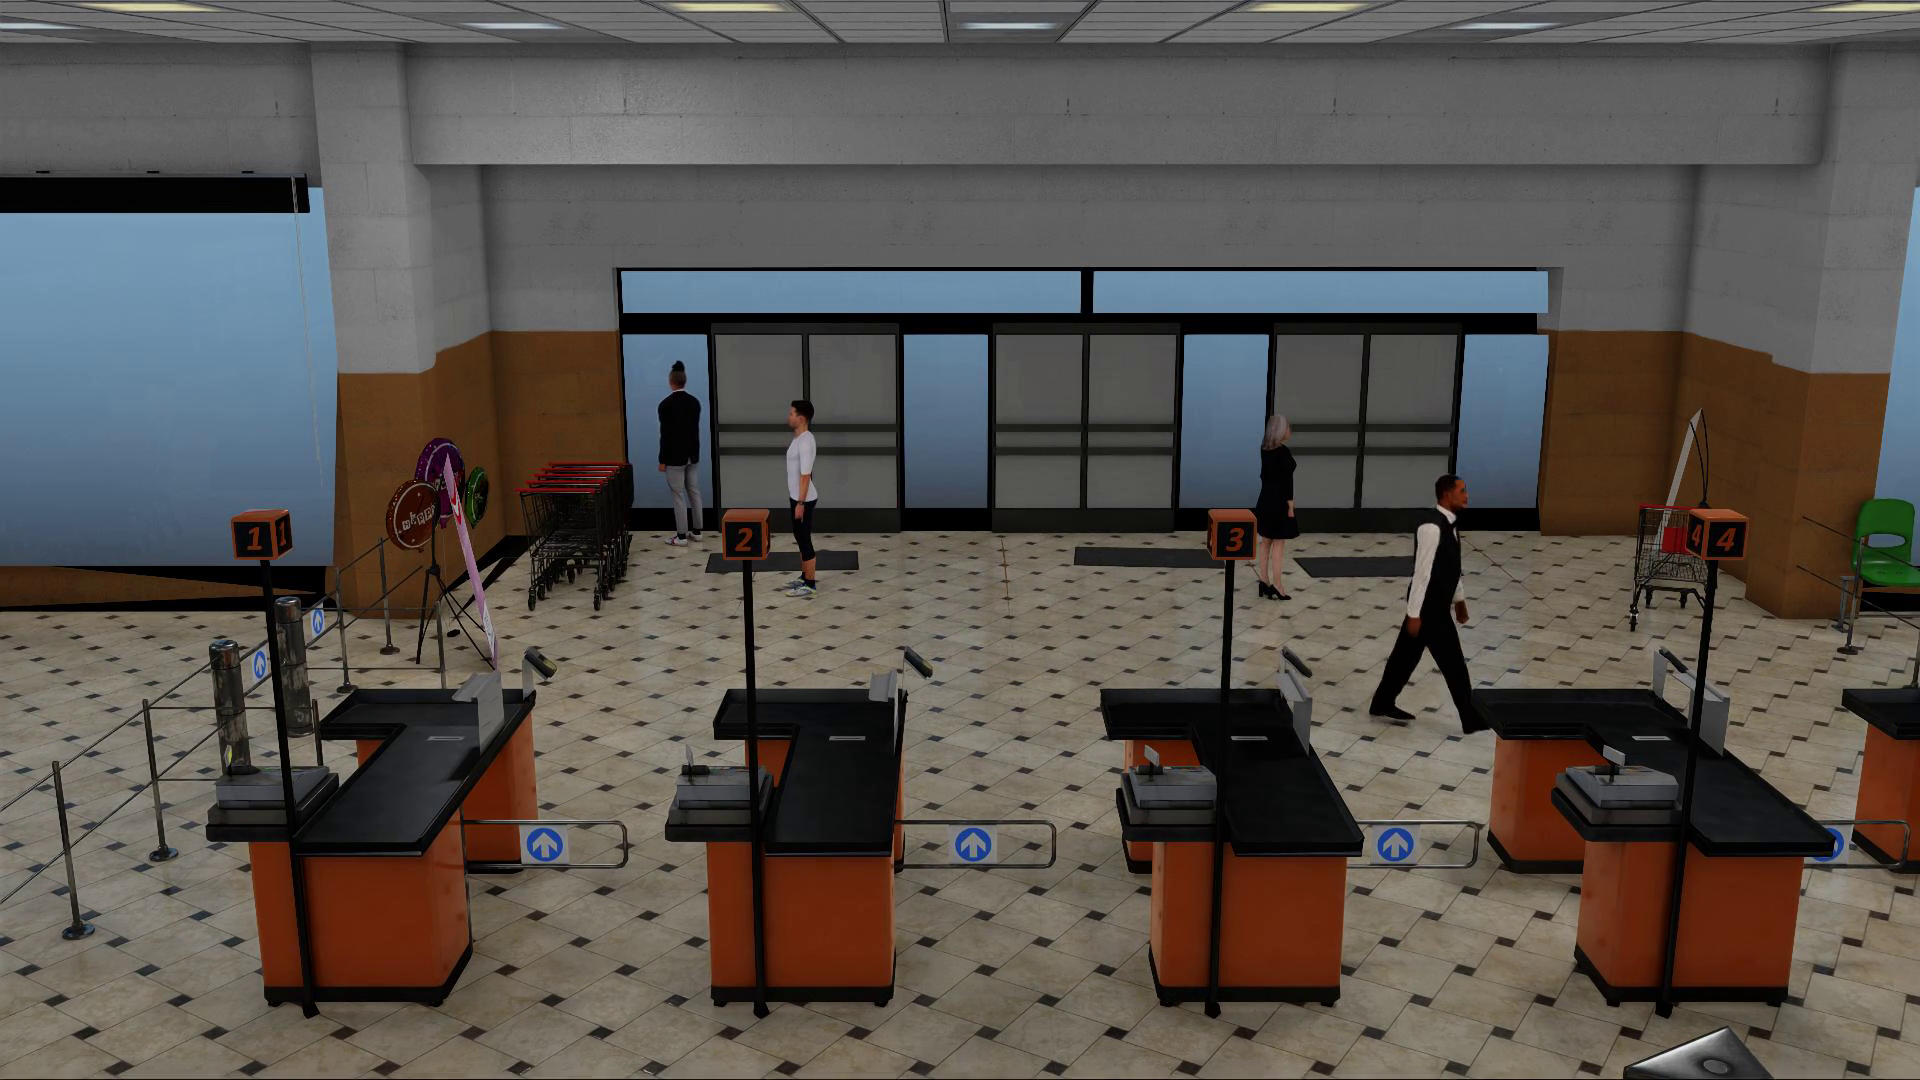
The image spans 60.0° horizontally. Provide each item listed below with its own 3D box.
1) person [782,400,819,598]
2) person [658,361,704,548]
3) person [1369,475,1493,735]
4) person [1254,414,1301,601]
[{"bbox_3d":[-1.483,-0.406,15.687,0.761,1.852,0.563,-2,14,-10],"label":"person"},{"bbox_3d":[-2.939,-0.920,17.581,0.856,1.959,0.768,11,17,38],"label":"person"},{"bbox_3d":[3.308,0.473,12.032,1.137,1.866,1.282,7,15,26],"label":"person"},{"bbox_3d":[2.958,-0.315,15.533,0.745,1.747,0.639,-6,15,-25],"label":"person"}]
